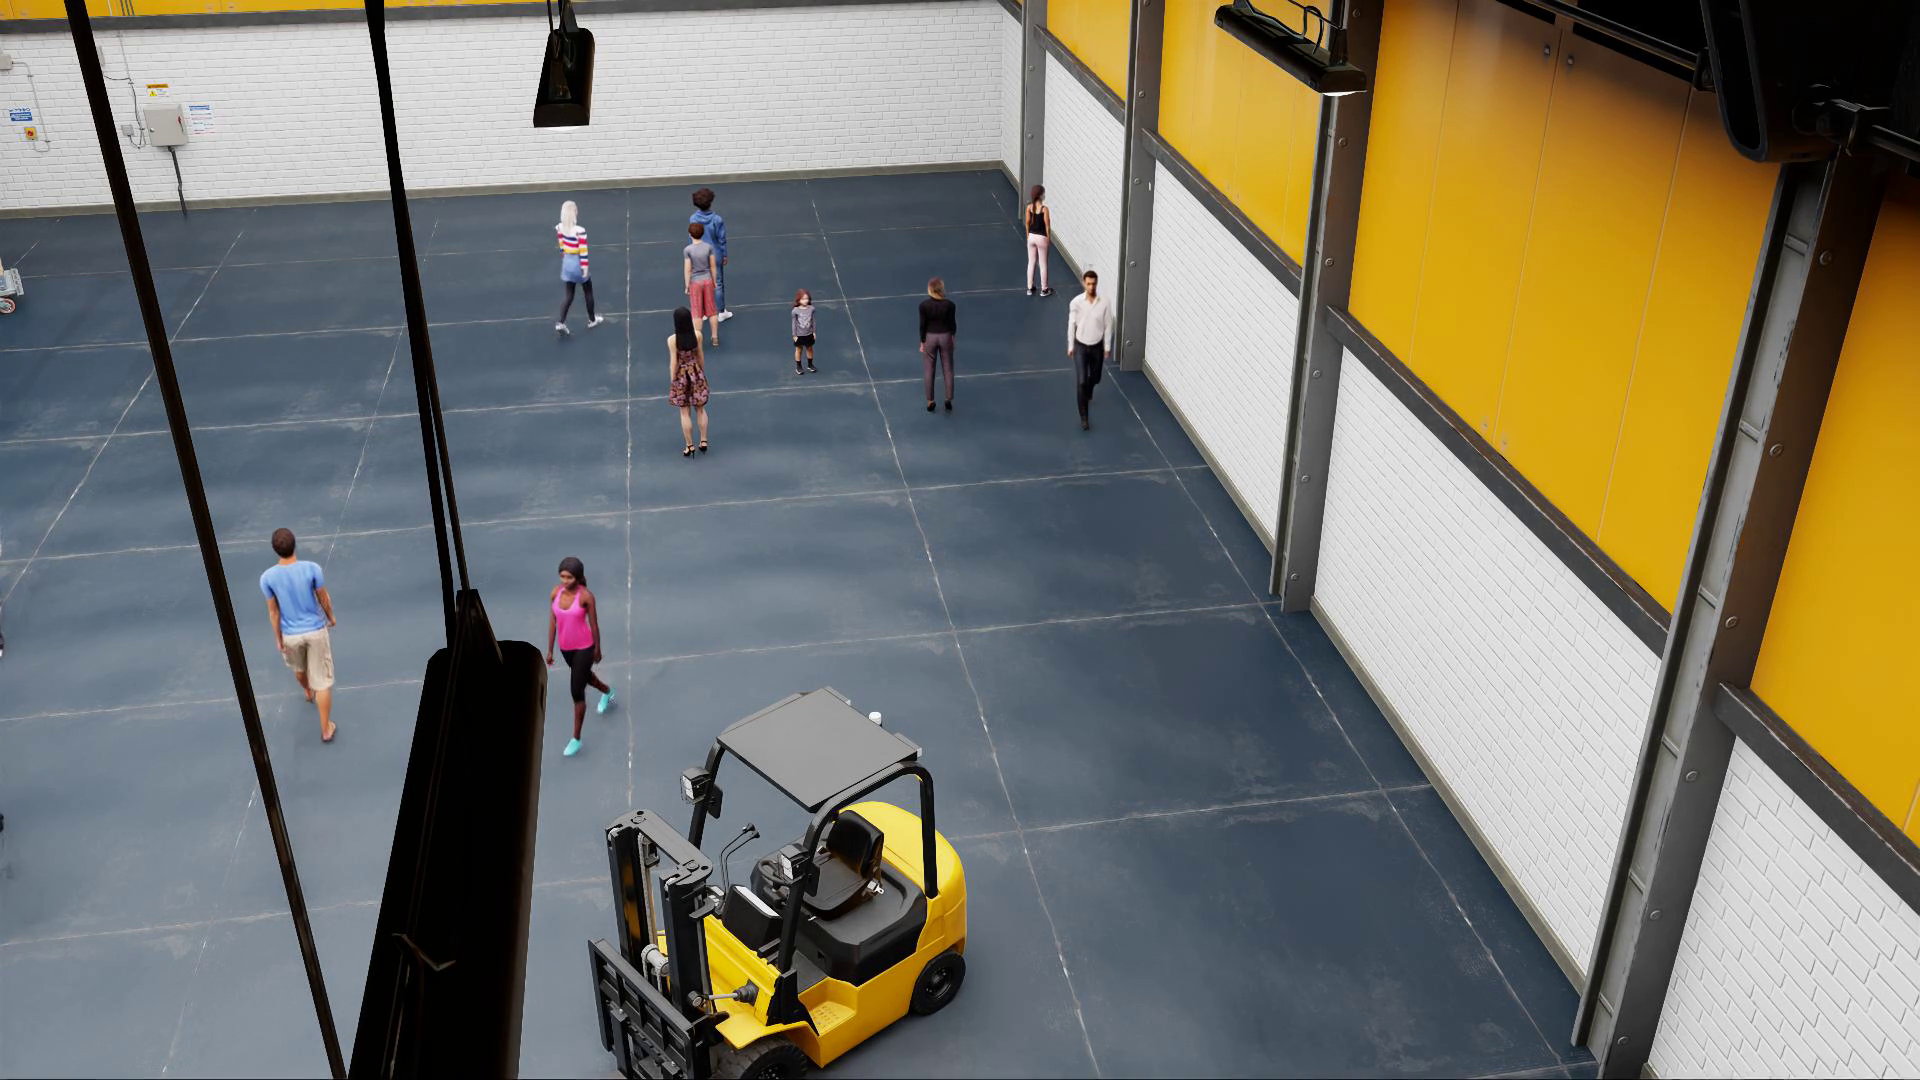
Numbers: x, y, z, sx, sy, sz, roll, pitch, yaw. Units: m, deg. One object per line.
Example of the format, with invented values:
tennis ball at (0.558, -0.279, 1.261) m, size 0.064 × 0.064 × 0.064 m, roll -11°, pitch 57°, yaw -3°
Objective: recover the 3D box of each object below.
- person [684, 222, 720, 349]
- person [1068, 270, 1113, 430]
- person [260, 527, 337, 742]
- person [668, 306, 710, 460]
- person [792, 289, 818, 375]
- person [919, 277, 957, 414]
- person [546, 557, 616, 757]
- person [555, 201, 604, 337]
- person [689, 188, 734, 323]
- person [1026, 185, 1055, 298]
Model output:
person at (-3.344, -3.296, 21.495) m, size 0.630 × 1.651 × 0.605 m, roll -12°, pitch 31°, yaw -22°
person at (1.492, -2.273, 19.413) m, size 0.744 × 1.848 × 1.077 m, roll -1°, pitch 29°, yaw -2°
person at (-5.420, 0.821, 13.768) m, size 0.685 × 1.823 × 1.168 m, roll -7°, pitch 29°, yaw -12°
person at (-3.037, -1.767, 18.562) m, size 0.780 × 1.774 × 0.811 m, roll -19°, pitch 34°, yaw -31°
person at (-1.957, -2.630, 20.844) m, size 0.509 × 1.105 × 0.509 m, roll -13°, pitch 31°, yaw -22°
person at (-0.260, -2.295, 19.640) m, size 0.606 × 1.668 × 0.544 m, roll -3°, pitch 29°, yaw -5°
person at (-3.142, 0.862, 13.833) m, size 0.962 × 1.687 × 1.178 m, roll 11°, pitch 30°, yaw 19°
person at (-5.115, -3.539, 21.803) m, size 1.044 × 1.782 × 1.188 m, roll 13°, pitch 31°, yaw 22°
person at (-3.363, -3.824, 22.294) m, size 0.756 × 1.811 × 0.733 m, roll 7°, pitch 29°, yaw 13°
person at (1.091, -4.184, 23.213) m, size 0.634 × 1.564 × 0.682 m, roll 15°, pitch 32°, yaw 26°
